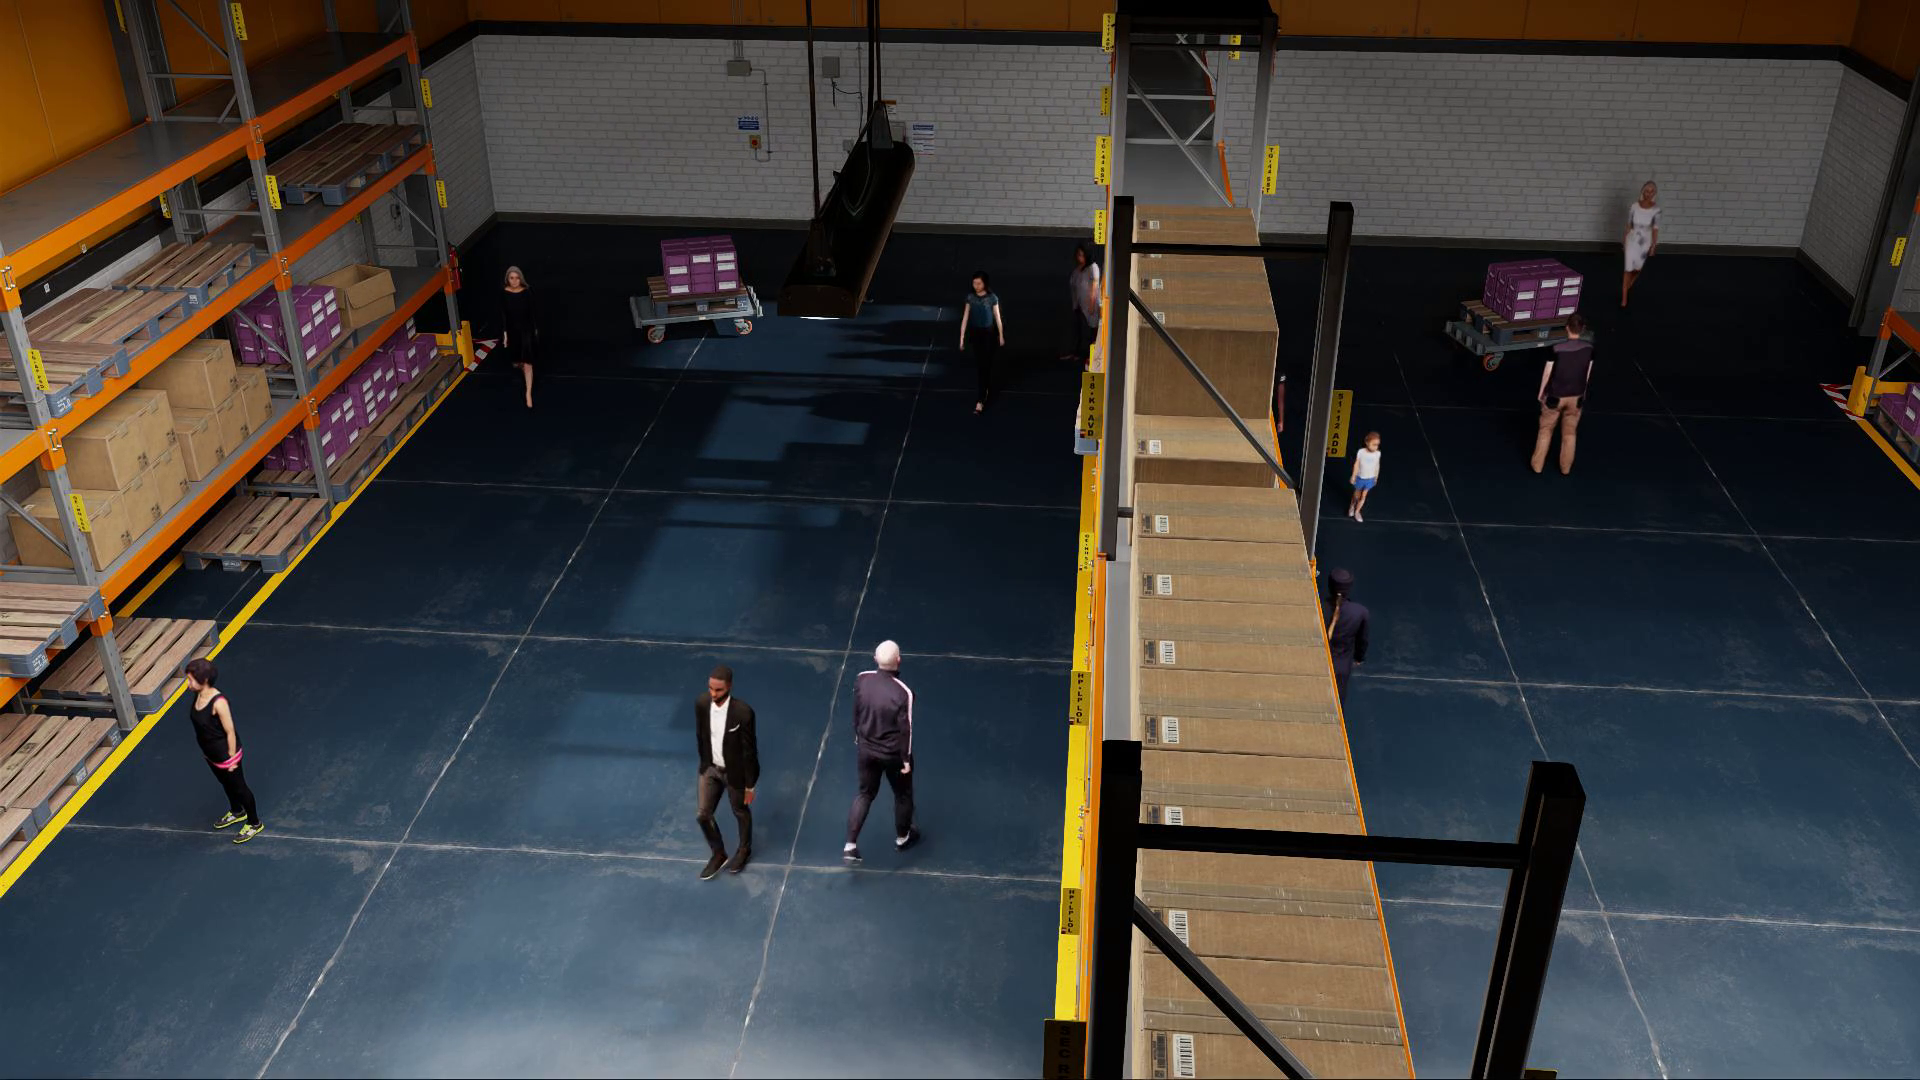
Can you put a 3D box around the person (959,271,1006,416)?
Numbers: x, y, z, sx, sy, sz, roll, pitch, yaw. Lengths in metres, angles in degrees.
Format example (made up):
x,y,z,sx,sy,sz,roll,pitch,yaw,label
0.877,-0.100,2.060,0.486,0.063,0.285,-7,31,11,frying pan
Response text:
x,y,z,sx,sy,sz,roll,pitch,yaw,label
0.302,-2.368,19.500,0.789,1.699,1.093,10,30,17,person

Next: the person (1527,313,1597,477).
x,y,z,sx,sy,sz,roll,pitch,yaw,label
6.506,-1.557,17.867,0.671,1.839,0.591,1,29,2,person

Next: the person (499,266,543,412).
x,y,z,sx,sy,sz,roll,pitch,yaw,label
-5.148,-2.400,19.521,0.693,1.735,0.899,-3,29,-6,person

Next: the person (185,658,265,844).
x,y,z,sx,sy,sz,roll,pitch,yaw,label
-5.539,1.549,12.472,0.625,1.552,0.662,23,36,35,person

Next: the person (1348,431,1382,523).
x,y,z,sx,sy,sz,roll,pitch,yaw,label
4.157,-0.686,17.137,0.473,1.009,0.501,0,29,-1,person

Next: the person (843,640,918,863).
x,y,z,sx,sy,sz,roll,pitch,yaw,label
-0.601,1.604,12.105,0.887,1.808,1.110,16,32,27,person

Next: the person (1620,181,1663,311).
x,y,z,sx,sy,sz,roll,pitch,yaw,label
9.171,-4.017,22.501,0.750,1.720,1.106,9,30,16,person

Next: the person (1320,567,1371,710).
x,y,z,sx,sy,sz,roll,pitch,yaw,label
2.953,1.068,13.279,0.755,1.624,1.088,5,29,8,person

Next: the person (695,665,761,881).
x,y,z,sx,sy,sz,roll,pitch,yaw,label
-1.637,1.629,12.080,0.793,1.787,0.815,11,31,20,person

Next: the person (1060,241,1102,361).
x,y,z,sx,sy,sz,roll,pitch,yaw,label
1.630,-2.946,20.674,0.906,1.589,0.894,-9,30,-16,person
